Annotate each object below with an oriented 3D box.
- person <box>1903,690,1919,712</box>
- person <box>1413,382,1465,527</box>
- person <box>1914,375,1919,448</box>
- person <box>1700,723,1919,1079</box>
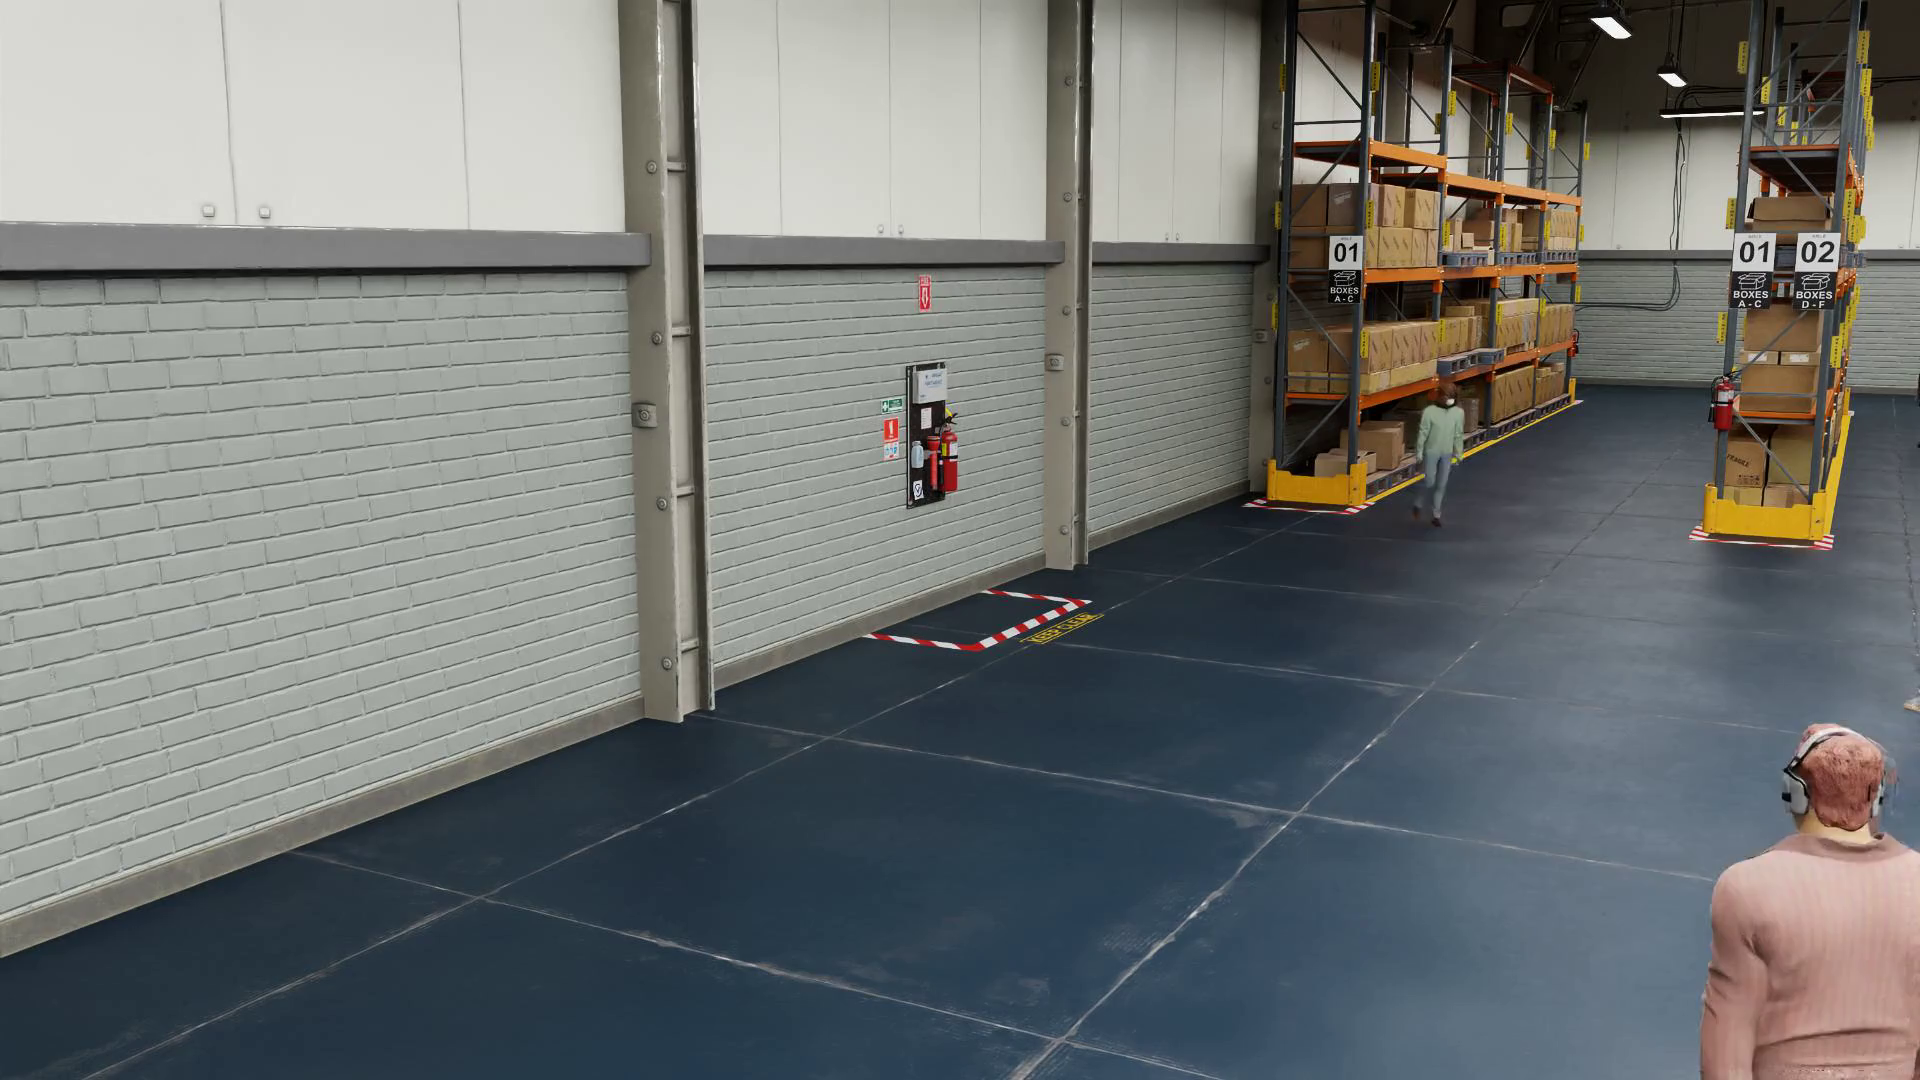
[{"bbox_3d":[6.684,0.153,10.941,0.812,1.973,0.608,-4,11,-23],"label":"person"},{"bbox_3d":[5.304,-0.946,18.406,0.509,1.610,0.423,-2,10,-14],"label":"person"},{"bbox_3d":[15.068,-2.301,25.710,0.555,1.868,0.573,5,11,27],"label":"person"},{"bbox_3d":[2.145,1.374,4.158,0.664,1.858,1.013,0,10,0],"label":"person"}]
